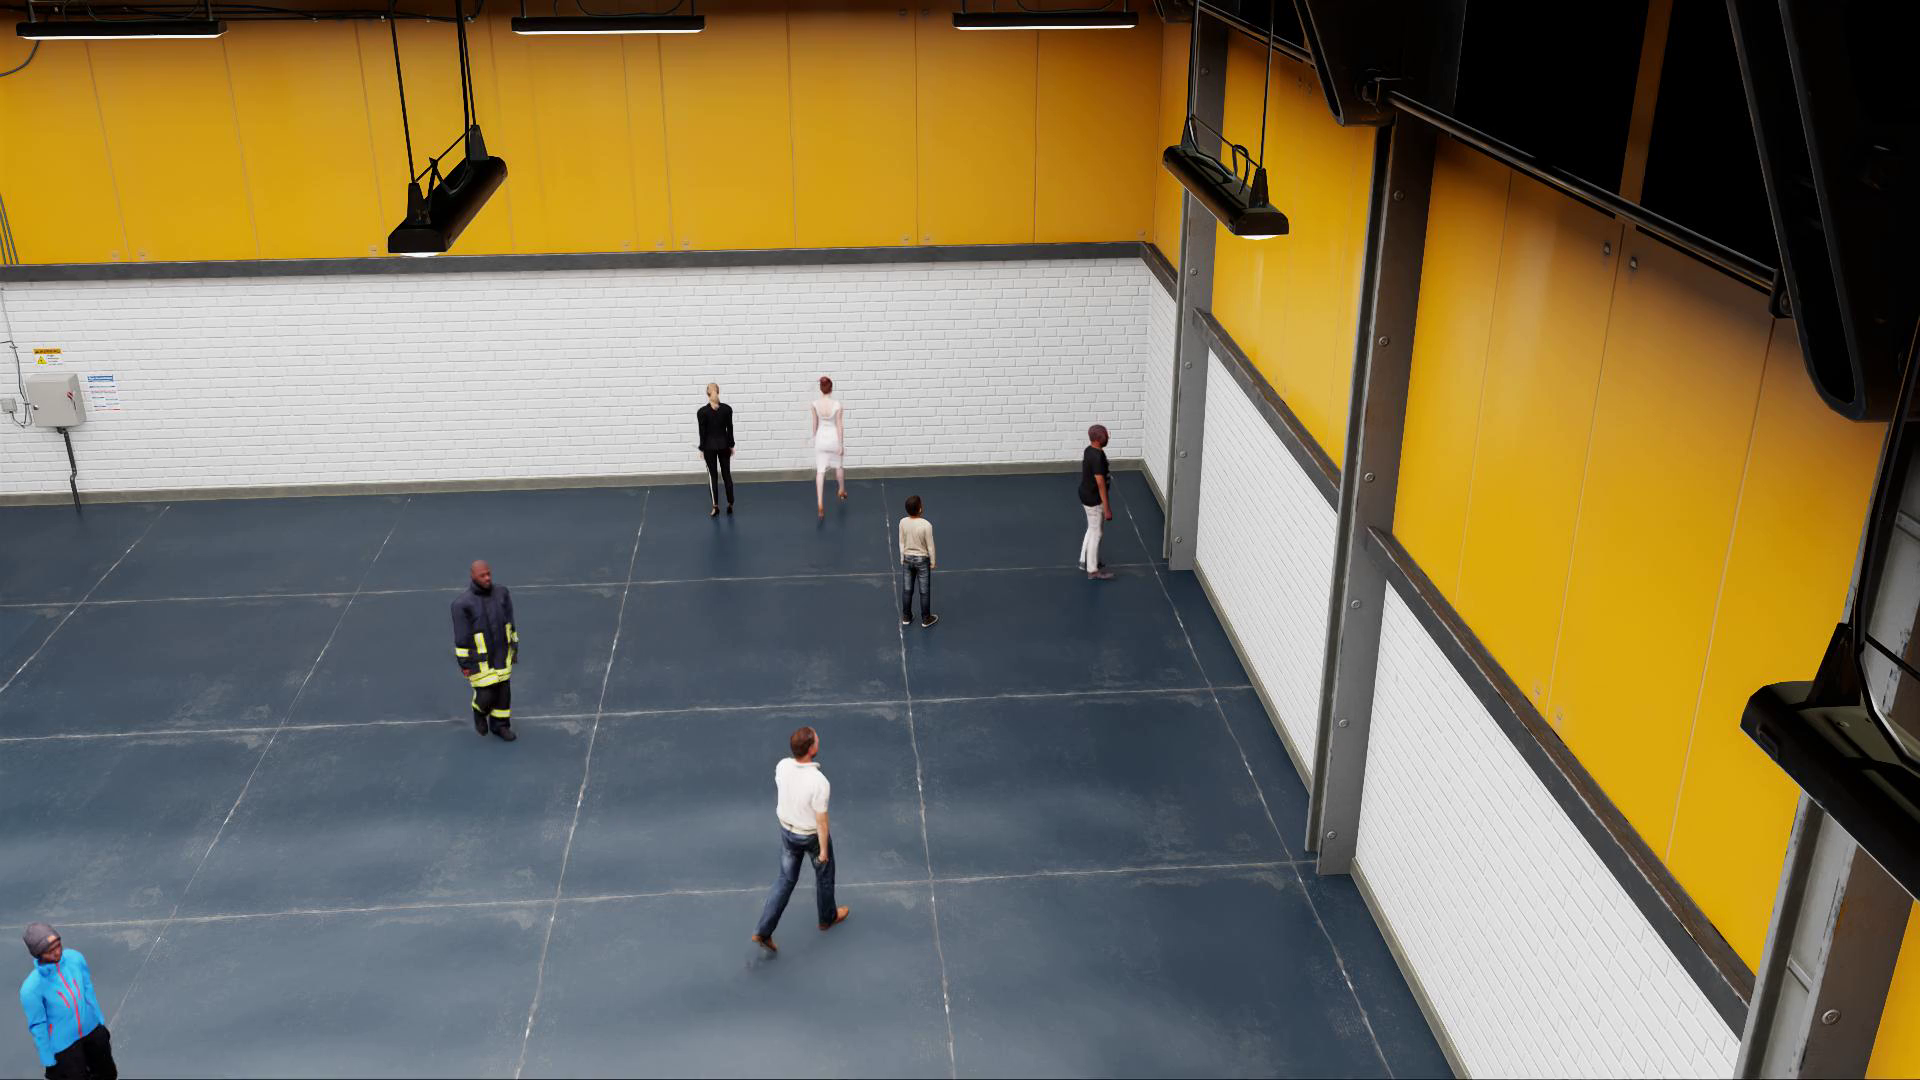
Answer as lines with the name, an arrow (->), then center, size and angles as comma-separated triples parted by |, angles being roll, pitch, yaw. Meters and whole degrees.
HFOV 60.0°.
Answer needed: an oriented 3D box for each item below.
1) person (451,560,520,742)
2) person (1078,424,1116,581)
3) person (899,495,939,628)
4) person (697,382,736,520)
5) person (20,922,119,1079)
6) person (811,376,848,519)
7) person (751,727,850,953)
person -> -4.396, 0.995, 15.336 | 0.964, 1.815, 1.023 | -21, 31, -40
person -> 1.471, -0.435, 18.619 | 0.724, 1.804, 0.564 | -3, 24, -6
person -> -0.464, 0.219, 17.547 | 0.616, 1.465, 0.624 | 8, 25, 17
person -> -2.962, -1.094, 20.252 | 0.675, 1.705, 0.630 | -10, 25, -21
person -> -5.670, 3.132, 10.486 | 0.883, 1.783, 0.894 | 7, 25, 17
person -> -1.645, -1.103, 20.213 | 0.801, 1.752, 1.052 | 6, 24, 13
person -> -1.242, 2.251, 12.444 | 1.136, 1.829, 1.233 | 17, 29, 34
